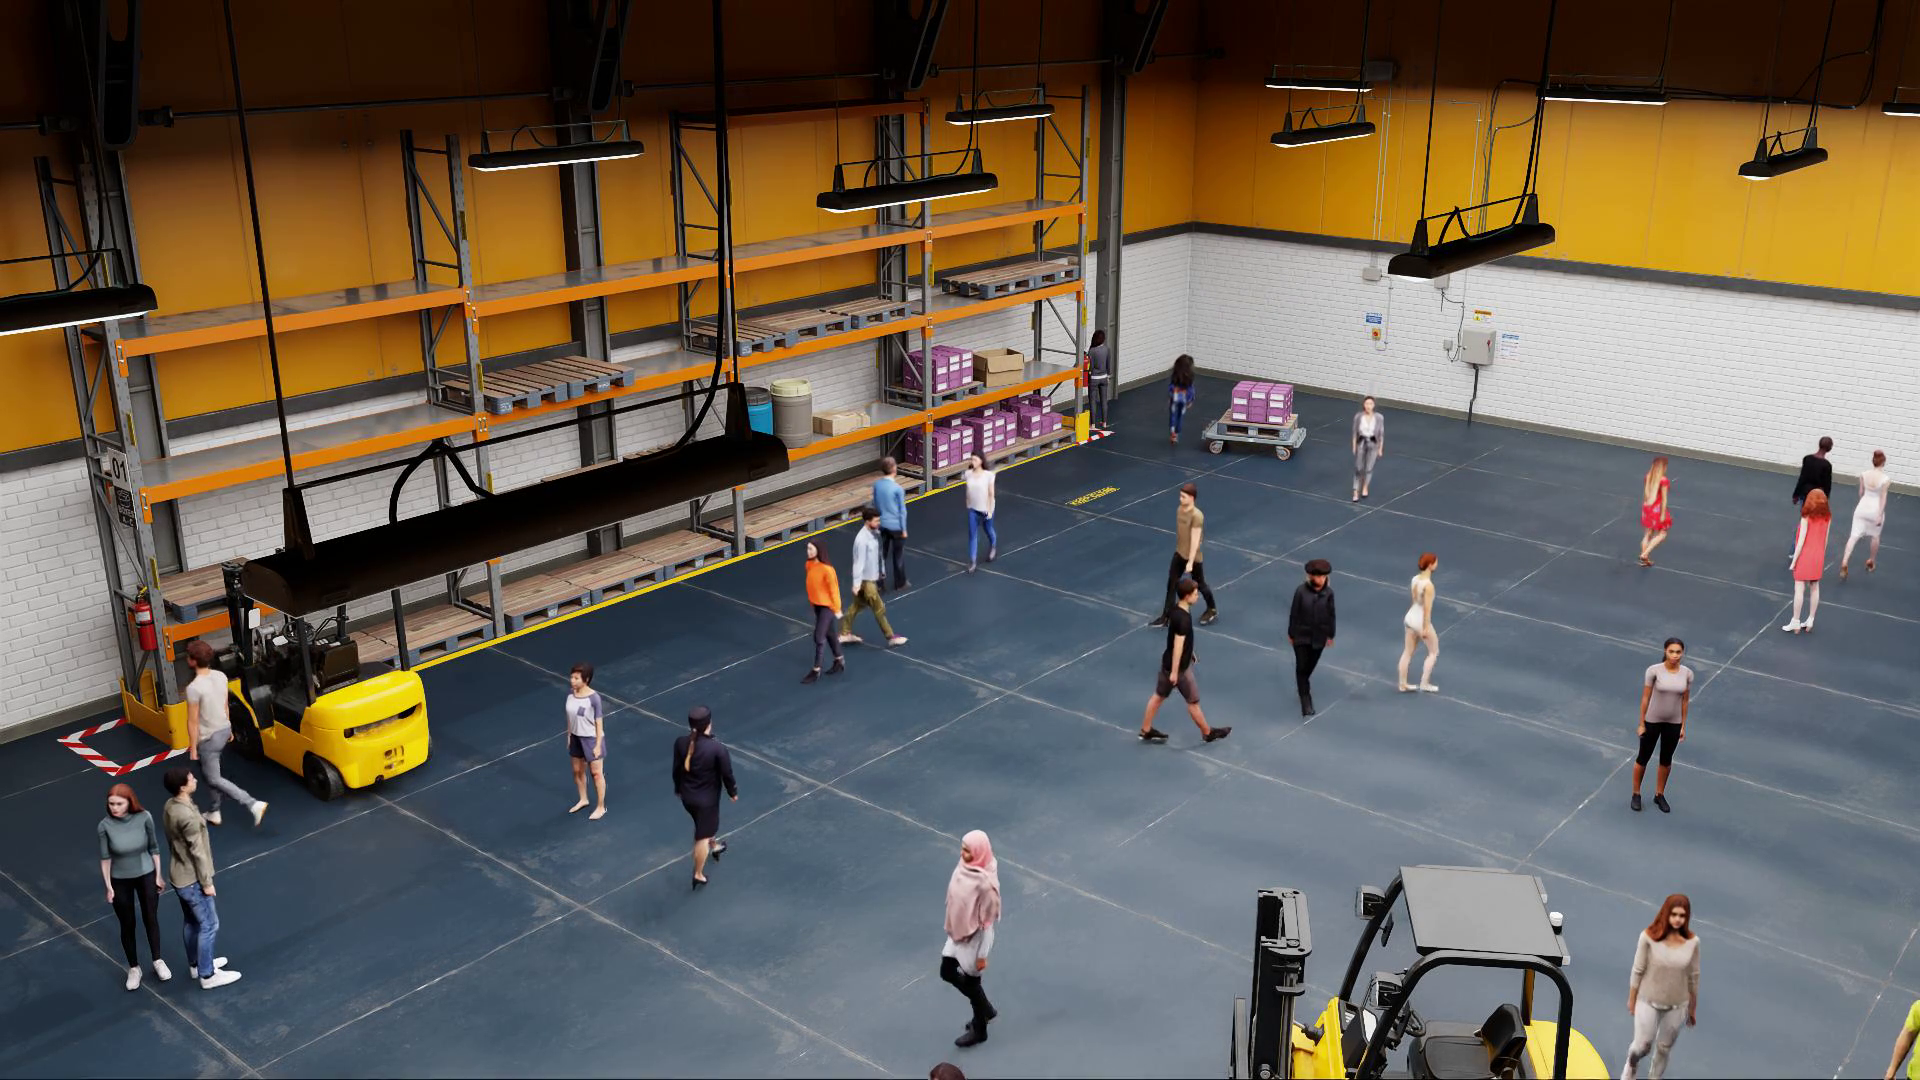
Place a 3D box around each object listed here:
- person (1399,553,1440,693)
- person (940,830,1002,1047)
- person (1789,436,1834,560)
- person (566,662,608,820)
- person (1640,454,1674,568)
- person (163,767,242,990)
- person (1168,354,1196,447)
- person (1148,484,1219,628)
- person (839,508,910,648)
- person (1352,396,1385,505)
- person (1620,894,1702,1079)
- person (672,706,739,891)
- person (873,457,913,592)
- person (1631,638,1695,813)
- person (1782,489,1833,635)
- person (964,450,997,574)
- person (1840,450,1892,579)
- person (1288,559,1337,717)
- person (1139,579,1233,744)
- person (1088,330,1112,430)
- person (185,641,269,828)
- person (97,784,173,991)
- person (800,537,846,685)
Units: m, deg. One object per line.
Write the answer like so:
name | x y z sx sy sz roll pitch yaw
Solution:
person | 5.040 0.942 18.534 0.752 1.630 0.688 -6 20 -18
person | 0.178 2.940 12.346 0.793 1.793 0.770 -9 21 -25
person | 11.635 -0.568 22.858 0.822 1.731 0.758 -9 21 -25
person | -3.561 1.879 15.853 0.602 1.566 0.571 10 21 28
person | 9.334 -0.371 22.504 0.791 1.584 0.722 -7 20 -19
person | -6.062 2.650 13.093 0.638 1.865 0.740 -17 25 -40
person | 3.751 -2.354 28.359 0.790 1.606 0.874 4 19 11
person | 2.891 0.212 20.415 1.316 1.813 0.964 -11 21 -29
person | -1.186 0.470 19.735 1.157 1.758 1.197 3 19 8
person | 6.242 -1.394 25.461 0.910 1.637 1.127 5 19 13
person | 4.923 3.206 11.711 0.738 1.695 0.793 2 19 7
person | -2.286 2.289 14.506 0.870 1.648 1.035 8 20 23
person | -0.934 -0.198 21.628 0.690 1.815 0.801 12 22 32
person | 6.727 1.751 15.948 0.693 1.748 0.716 2 19 6
person | 10.351 0.258 20.257 0.642 1.826 0.733 -4 19 -12
person | 0.316 -0.405 22.507 0.850 1.646 1.183 6 20 19
person | 11.960 -0.300 22.028 1.102 1.753 0.692 -14 23 -36
person | 3.809 1.017 18.170 1.103 1.720 1.154 -2 19 -5
person | 2.159 1.289 17.228 1.231 1.806 1.202 -1 19 -2
person | 2.470 -2.876 29.656 0.610 1.768 0.750 -8 20 -24
person | -6.884 1.850 15.458 1.069 1.872 1.148 3 19 10
person | -6.513 2.705 13.123 0.577 1.742 0.702 -11 21 -29
person | -1.476 0.775 18.898 0.980 1.715 0.738 -14 23 -36
